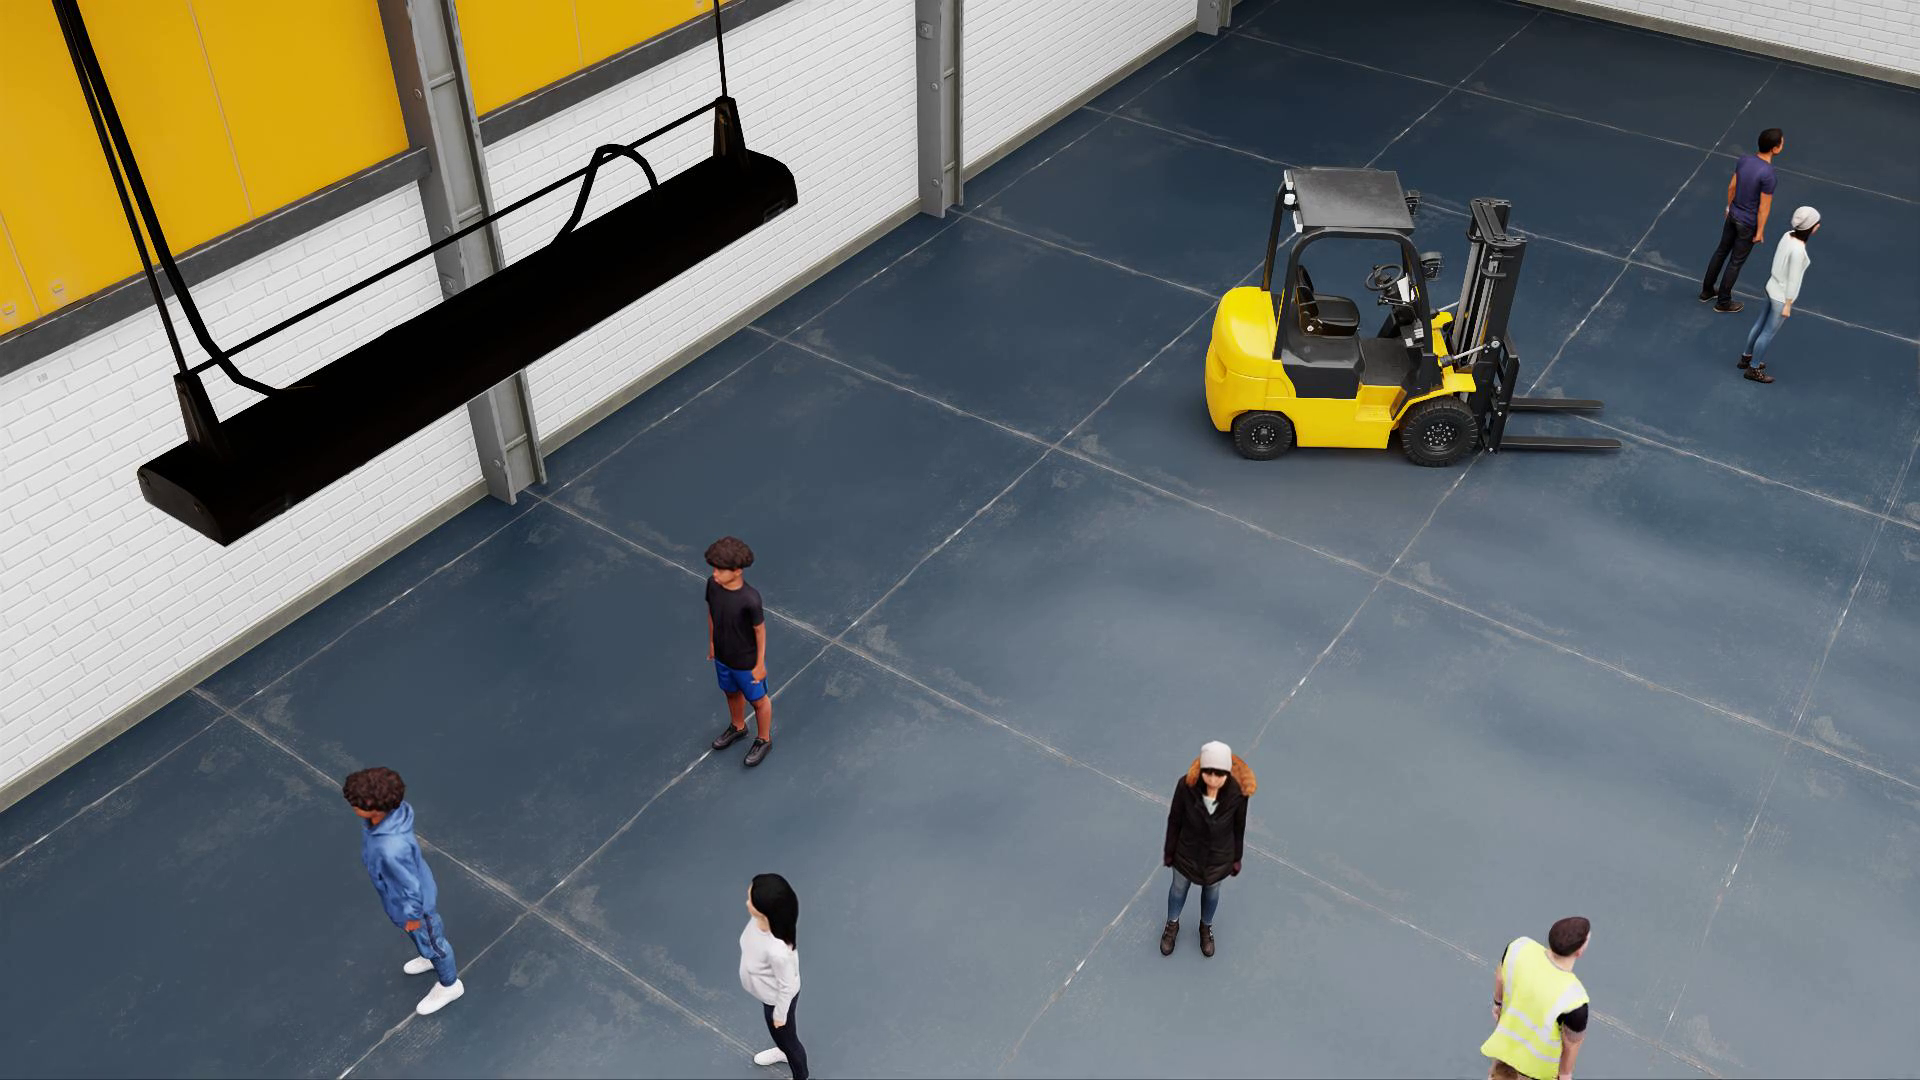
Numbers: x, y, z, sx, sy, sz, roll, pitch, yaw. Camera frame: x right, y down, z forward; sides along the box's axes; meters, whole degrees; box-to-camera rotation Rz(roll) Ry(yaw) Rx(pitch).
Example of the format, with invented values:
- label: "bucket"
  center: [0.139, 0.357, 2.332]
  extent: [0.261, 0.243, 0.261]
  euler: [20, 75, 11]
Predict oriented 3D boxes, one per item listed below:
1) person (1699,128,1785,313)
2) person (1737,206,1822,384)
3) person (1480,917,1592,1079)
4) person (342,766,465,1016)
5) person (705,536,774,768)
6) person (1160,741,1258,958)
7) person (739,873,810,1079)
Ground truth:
- label: "person"
  center: [7.248, -2.971, 15.395]
  extent: [0.733, 1.793, 0.718]
  euler: [-12, 40, -15]
- label: "person"
  center: [7.159, -2.160, 14.499]
  extent: [0.706, 1.644, 0.582]
  euler: [4, 39, 5]
- label: "person"
  center: [2.858, 2.568, 8.425]
  extent: [0.956, 1.836, 0.887]
  euler: [-18, 42, -21]
- label: "person"
  center: [-3.077, 1.924, 9.253]
  extent: [0.739, 1.808, 0.756]
  euler: [-17, 42, -20]
- label: "person"
  center: [-1.429, 0.709, 10.783]
  extent: [0.602, 1.797, 0.541]
  euler: [23, 44, 26]
- label: "person"
  center: [1.401, 1.772, 9.585]
  extent: [0.735, 1.632, 0.756]
  euler: [5, 39, 6]
- label: "person"
  center: [-0.969, 2.354, 8.801]
  extent: [0.740, 1.701, 0.713]
  euler: [-13, 40, -16]
